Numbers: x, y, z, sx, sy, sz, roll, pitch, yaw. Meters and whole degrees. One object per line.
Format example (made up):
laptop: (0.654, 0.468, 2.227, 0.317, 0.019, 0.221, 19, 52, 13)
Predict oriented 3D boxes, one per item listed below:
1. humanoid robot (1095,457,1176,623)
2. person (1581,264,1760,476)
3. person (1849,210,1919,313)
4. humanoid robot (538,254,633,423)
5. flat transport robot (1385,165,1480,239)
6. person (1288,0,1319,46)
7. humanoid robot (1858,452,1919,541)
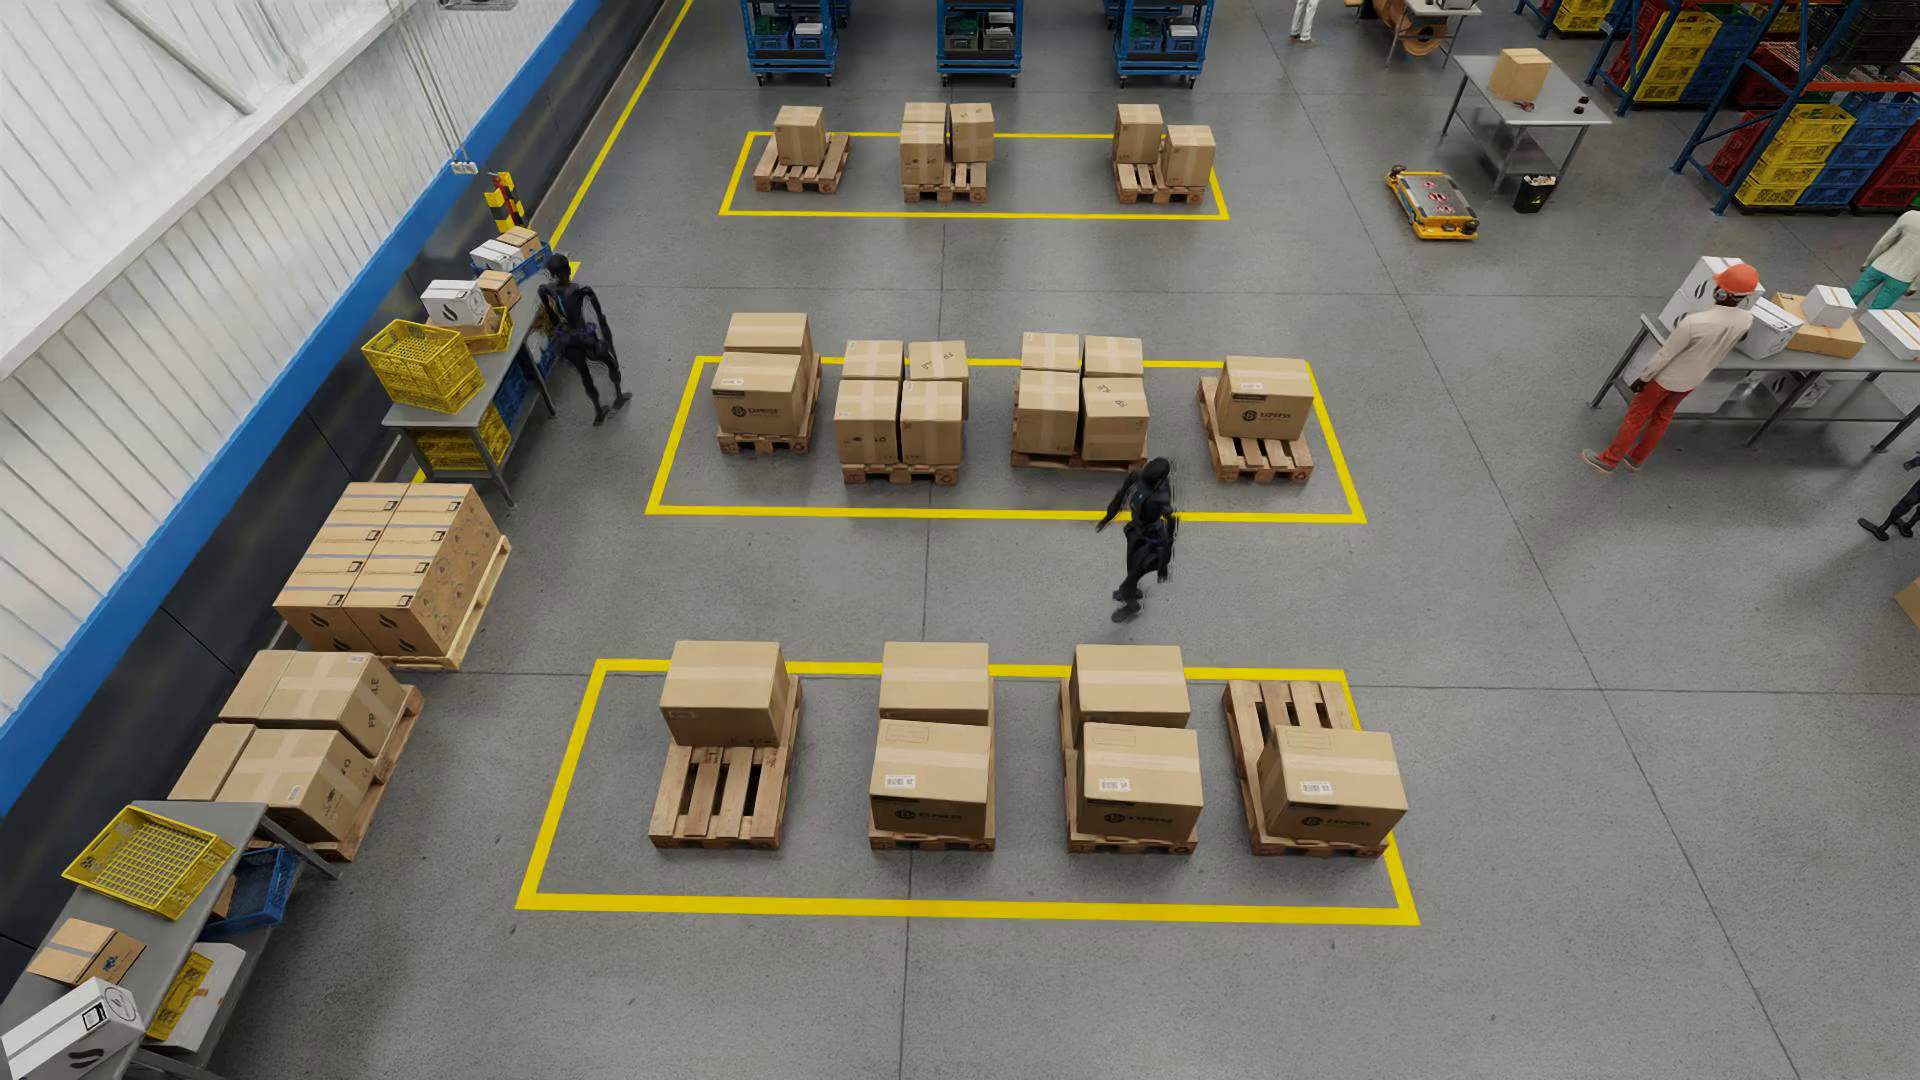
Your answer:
humanoid robot: (1.280, -0.015, 6.611, 0.432, 1.643, 0.666, -16, 51, -14)
person: (5.914, -1.376, 7.590, 0.611, 1.988, 0.400, -7, 49, -6)
person: (8.910, -2.553, 8.752, 0.329, 1.767, 0.525, -19, 52, -16)
humanoid robot: (-3.365, -1.805, 8.171, 0.577, 1.642, 0.521, 0, 49, 0)
flat transport robot: (5.692, -4.094, 11.059, 0.652, 0.197, 1.431, 1, 49, 1)
person: (5.389, -8.509, 13.832, 0.356, 1.882, 0.571, -16, 51, -14)
humanoid robot: (7.836, -0.653, 7.157, 0.608, 1.657, 0.314, -4, 49, -4)
